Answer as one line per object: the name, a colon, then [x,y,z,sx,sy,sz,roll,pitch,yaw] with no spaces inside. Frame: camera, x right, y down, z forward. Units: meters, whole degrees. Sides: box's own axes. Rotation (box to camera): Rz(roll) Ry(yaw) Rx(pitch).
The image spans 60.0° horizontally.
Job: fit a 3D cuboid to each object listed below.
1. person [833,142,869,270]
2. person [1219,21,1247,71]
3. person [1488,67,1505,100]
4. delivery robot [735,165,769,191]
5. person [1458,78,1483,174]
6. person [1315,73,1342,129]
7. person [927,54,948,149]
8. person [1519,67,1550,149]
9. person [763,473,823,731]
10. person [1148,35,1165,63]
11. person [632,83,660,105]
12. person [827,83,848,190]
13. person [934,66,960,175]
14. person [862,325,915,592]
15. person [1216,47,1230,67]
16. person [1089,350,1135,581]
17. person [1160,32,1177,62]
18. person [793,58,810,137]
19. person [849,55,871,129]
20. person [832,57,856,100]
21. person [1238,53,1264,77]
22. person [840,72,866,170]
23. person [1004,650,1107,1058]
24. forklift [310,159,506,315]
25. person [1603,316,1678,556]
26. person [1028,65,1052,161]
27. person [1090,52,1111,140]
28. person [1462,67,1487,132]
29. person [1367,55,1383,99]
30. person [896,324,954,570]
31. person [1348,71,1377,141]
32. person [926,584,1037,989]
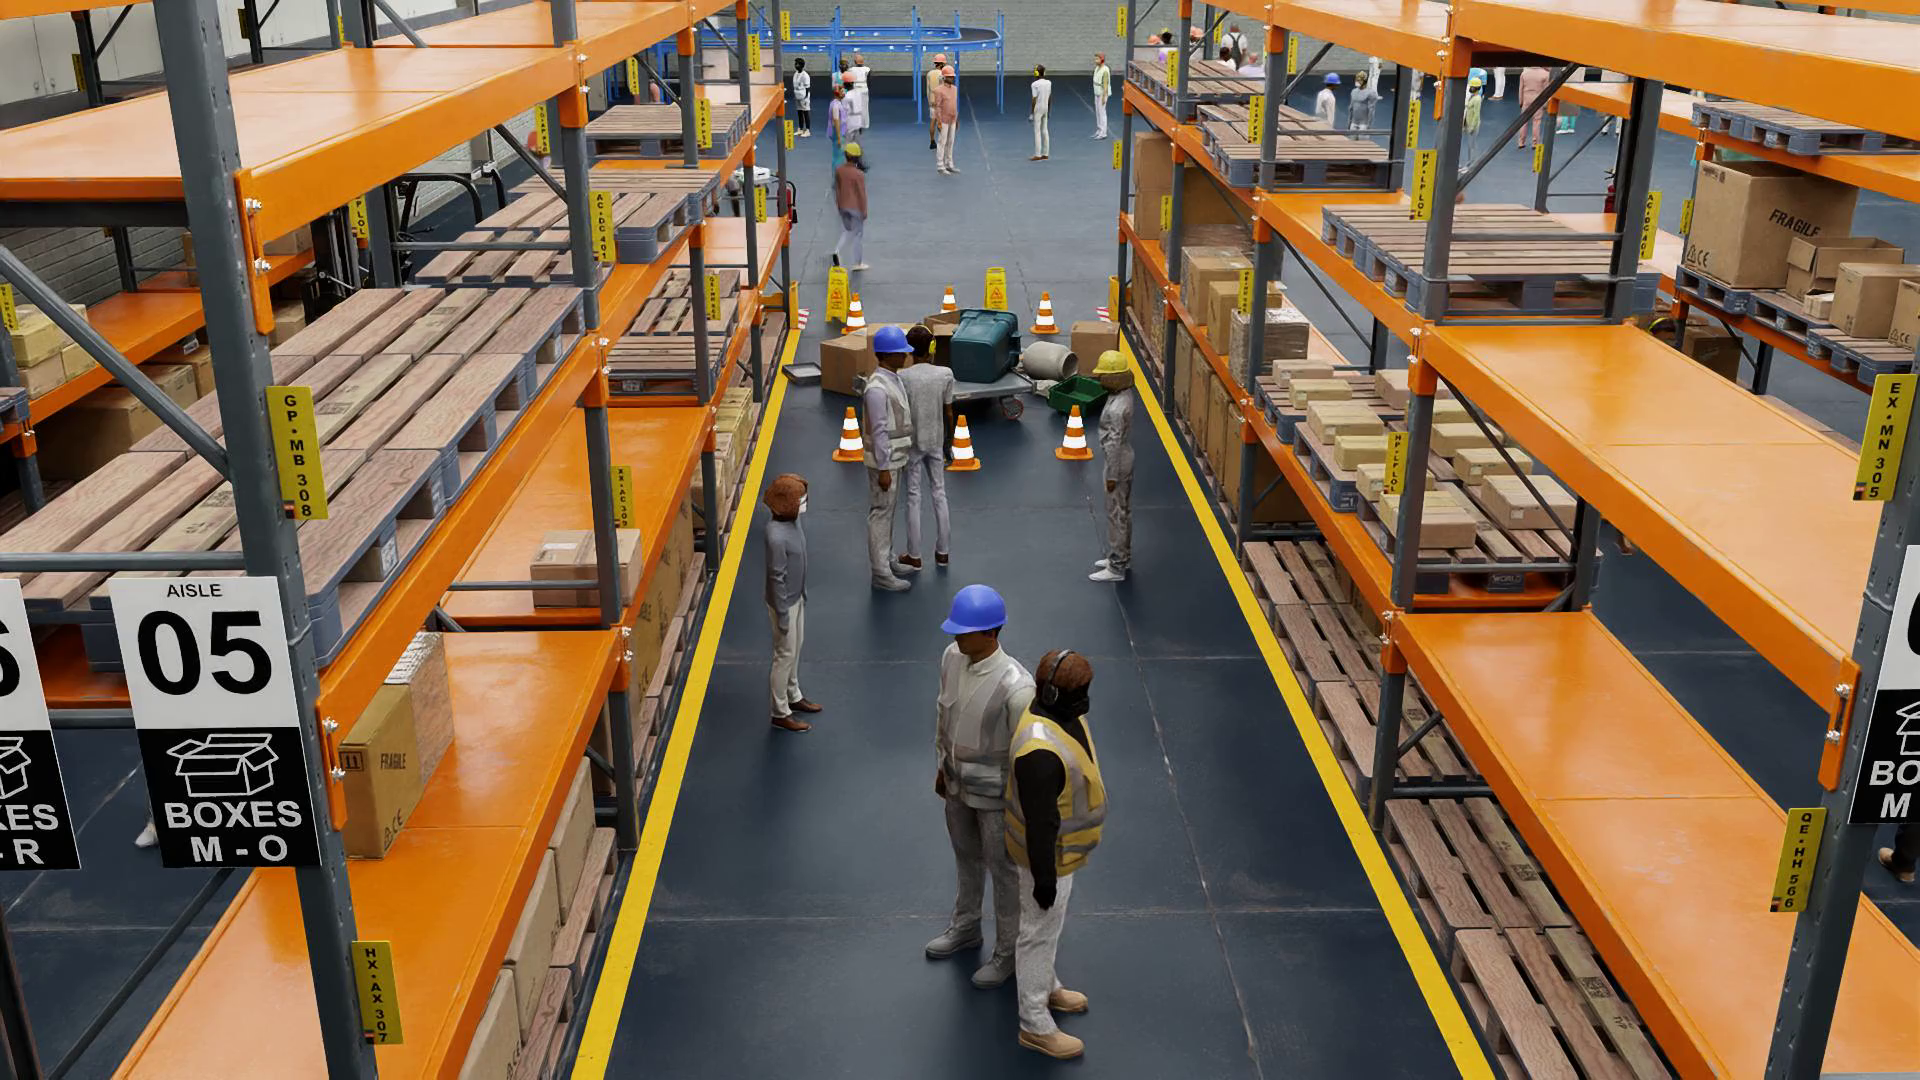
person: [-1.509,-4.553,22.789,0.546,1.752,0.471,15,25,34]
person: [7.227,-12.799,44.183,0.685,2.000,1.058,-5,21,-13]
person: [14.156,-12.526,43.604,0.372,1.939,0.629,15,25,34]
delivery robot: [-3.688,-6.394,29.189,0.477,0.478,0.707,16,26,35]
person: [9.655,-7.819,31.404,0.311,1.768,0.531,3,21,7]
person: [6.669,-7.636,30.693,0.625,1.924,0.655,-2,21,-6]
person: [-0.429,-9.100,34.552,0.551,1.933,0.365,17,26,37]
person: [11.948,-9.109,34.617,0.638,1.909,0.408,17,27,38]
person: [-1.018,0.368,9.964,0.297,1.622,0.509,2,21,6]
person: [4.712,-11.206,40.168,0.589,1.906,0.786,-11,23,-27]
person: [-6.061,-8.126,32.034,0.656,1.908,0.404,13,24,31]
person: [-2.177,-7.163,29.554,0.388,1.847,0.563,-1,21,-4]
person: [-0.236,-7.882,31.251,0.379,1.995,0.612,15,25,34]
person: [-0.520,-0.601,12.070,0.389,1.949,0.603,2,21,6]
person: [5.745,-9.913,36.748,0.410,1.906,0.600,-8,22,-20]
person: [1.120,-0.547,12.230,0.323,1.737,0.484,4,21,11]
person: [4.976,-11.388,40.573,0.622,1.948,0.676,-11,23,-26]
person: [-3.477,-9.704,36.479,0.322,1.697,0.531,-15,25,-34]
person: [-2.270,-10.183,37.831,0.513,1.638,0.307,-6,22,-15]
person: [-2.418,-9.158,34.832,0.505,1.845,0.345,-1,21,-3]
person: [6.122,-9.418,35.498,0.717,1.866,0.631,-8,22,-21]
person: [-2.040,-7.706,30.889,0.402,1.918,0.565,13,25,32]
person: [0.410,1.318,7.152,0.430,1.841,0.623,4,21,10]
forklift: [-5.622,-2.910,17.832,2.313,2.155,1.214,-1,21,-1]
person: [5.245,-0.870,12.945,0.544,1.834,0.856,3,21,7]
person: [1.582,-8.468,32.983,0.508,1.865,0.329,-17,27,-38]
person: [3.075,-9.645,36.136,0.395,1.836,0.561,-5,21,-13]
person: [11.493,-9.972,37.201,0.530,1.689,0.322,14,25,33]
person: [10.989,-12.629,43.861,0.396,1.949,0.602,-2,21,-6]
person: [-0.292,-0.686,12.416,0.512,1.864,0.330,-7,22,-18]
person: [7.440,-7.719,30.923,0.389,1.927,0.639,-11,23,-27]
person: [0.102,1.101,7.567,0.375,1.949,0.614,-17,26,-37]
